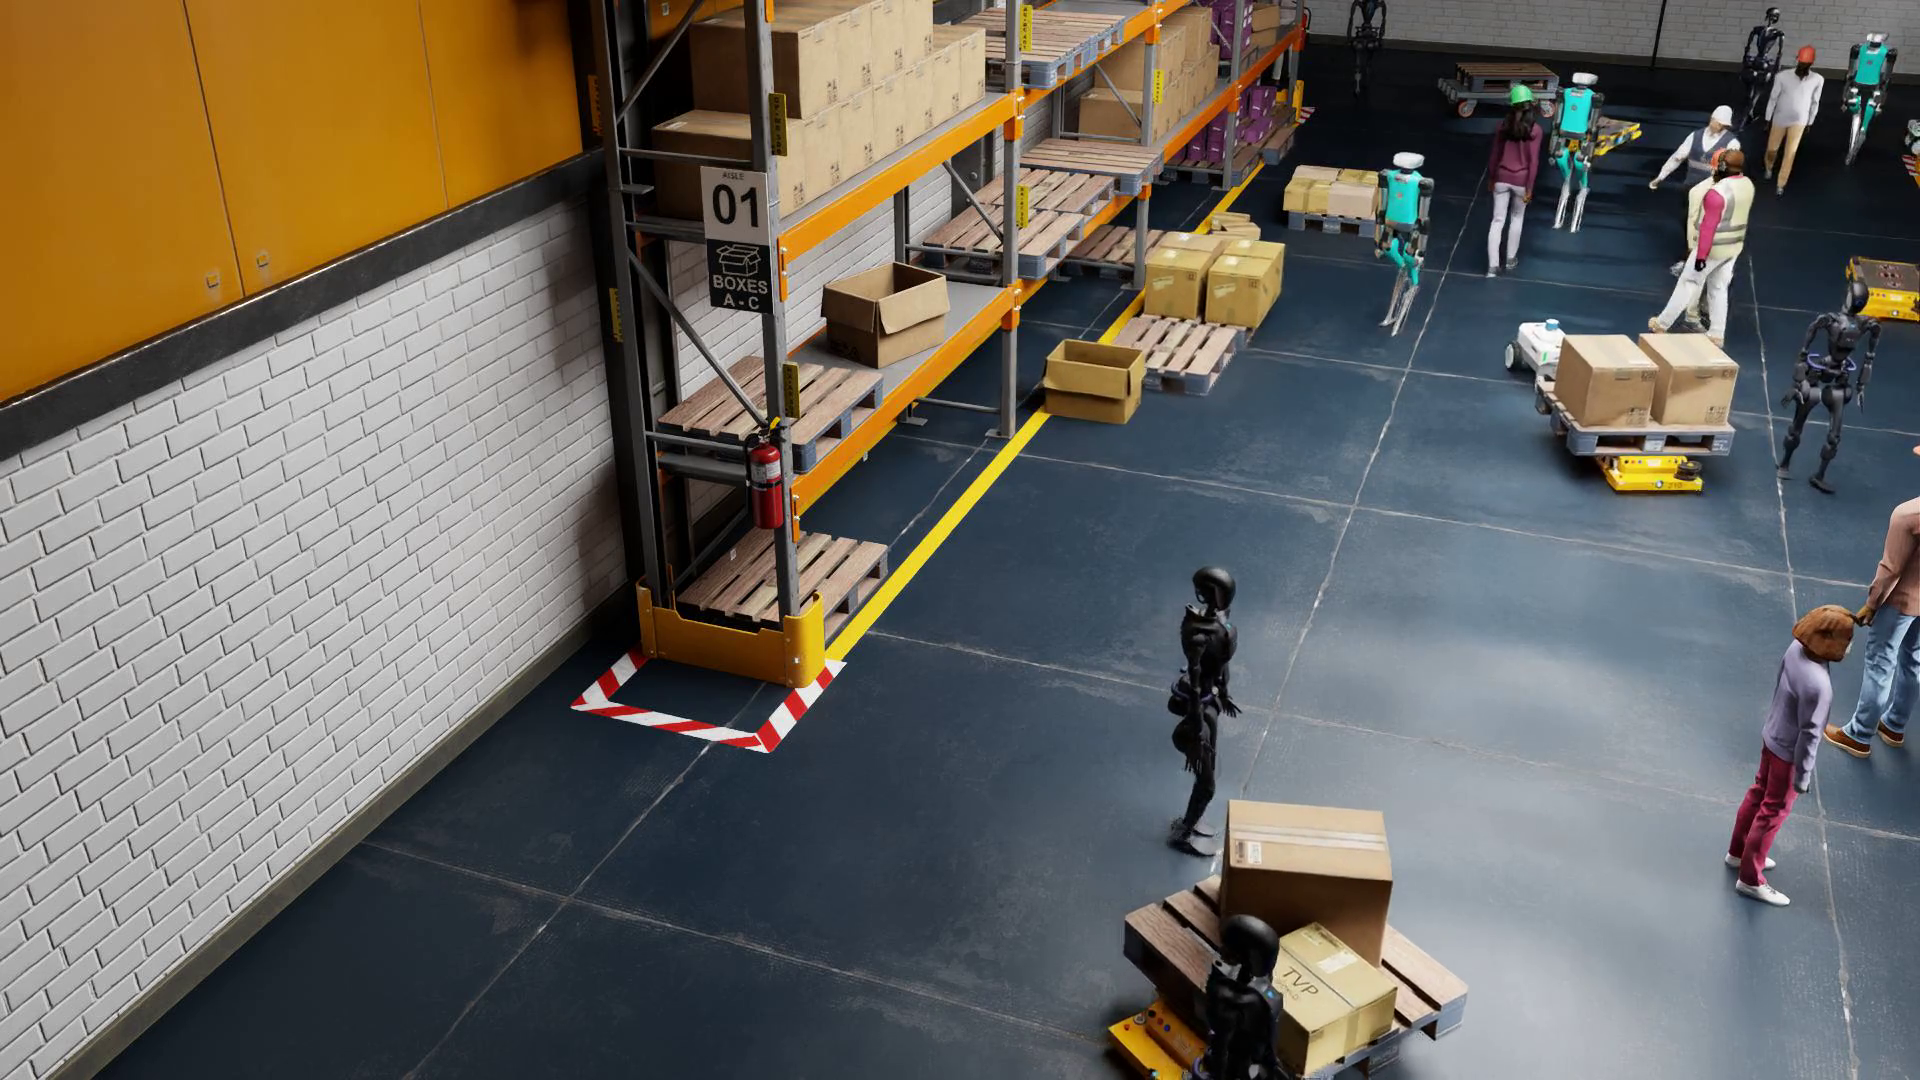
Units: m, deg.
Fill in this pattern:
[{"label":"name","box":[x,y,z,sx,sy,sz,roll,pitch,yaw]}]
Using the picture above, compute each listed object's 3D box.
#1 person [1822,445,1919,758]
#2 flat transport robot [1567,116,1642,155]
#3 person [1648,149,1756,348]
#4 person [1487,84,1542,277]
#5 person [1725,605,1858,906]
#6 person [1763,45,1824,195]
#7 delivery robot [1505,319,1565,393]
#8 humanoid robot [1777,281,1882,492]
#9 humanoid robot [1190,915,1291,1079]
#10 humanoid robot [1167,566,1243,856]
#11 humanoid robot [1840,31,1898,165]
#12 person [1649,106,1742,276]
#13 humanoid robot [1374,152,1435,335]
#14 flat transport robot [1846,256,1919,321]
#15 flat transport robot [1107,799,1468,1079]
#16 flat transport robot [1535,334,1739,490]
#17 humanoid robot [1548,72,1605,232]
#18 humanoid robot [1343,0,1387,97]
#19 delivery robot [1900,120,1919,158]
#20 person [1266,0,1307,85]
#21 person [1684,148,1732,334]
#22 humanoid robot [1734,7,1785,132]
[{"label":"person","box":[5.291,0.304,9.278,0.610,1.996,0.377,-10,29,-18]},{"label":"flat transport robot","box":[8.536,-5.411,22.247,0.659,0.231,1.431,21,34,35]},{"label":"person","box":[6.868,-2.695,15.312,0.680,1.799,0.760,-16,31,-29]},{"label":"person","box":[5.684,-3.704,17.152,0.512,1.903,0.846,12,30,22]},{"label":"person","box":[4.121,1.040,8.242,0.275,1.631,0.505,6,28,11]},{"label":"person","box":[9.995,-5.091,20.023,0.568,1.731,0.699,11,29,20]},{"label":"delivery robot","box":[5.160,-1.644,14.642,0.499,0.609,0.813,-1,27,-1]},{"label":"humanoid robot","box":[6.529,-1.190,12.532,0.585,1.633,0.466,2,27,4]},{"label":"humanoid robot","box":[1.071,2.068,6.200,0.392,1.658,0.590,13,30,24]},{"label":"humanoid robot","box":[1.250,0.876,8.523,0.326,1.655,0.585,11,29,20]},{"label":"humanoid robot","box":[11.388,-5.545,20.896,0.531,1.712,1.006,20,33,33]},{"label":"person","box":[7.550,-3.599,17.146,0.685,1.733,0.830,-17,32,-29]},{"label":"humanoid robot","box":[4.191,-2.757,15.550,0.535,1.821,0.770,21,34,34]},{"label":"flat transport robot","box":[9.290,-2.519,16.636,0.659,0.231,1.431,10,29,19]},{"label":"flat transport robot","box":[1.441,2.146,7.587,1.431,0.231,0.659,-16,31,-28]},{"label":"flat transport robot","box":[5.308,-0.773,13.250,0.659,0.231,1.431,0,27,0]},{"label":"humanoid robot","box":[6.886,-4.324,18.539,0.539,1.798,0.671,22,34,36]},{"label":"humanoid robot","box":[6.013,-7.479,24.751,0.590,1.630,0.707,1,27,2]},{"label":"delivery robot","box":[12.714,-5.272,21.682,0.792,0.611,0.499,7,28,12]},{"label":"person","box":[4.965,-7.921,25.294,0.634,1.939,0.363,-9,29,-17]},{"label":"person","box":[7.061,-2.805,15.580,0.573,1.735,0.406,-7,28,-13]},{"label":"humanoid robot","box":[10.947,-6.444,22.756,0.775,1.619,0.590,-17,32,-30]}]
